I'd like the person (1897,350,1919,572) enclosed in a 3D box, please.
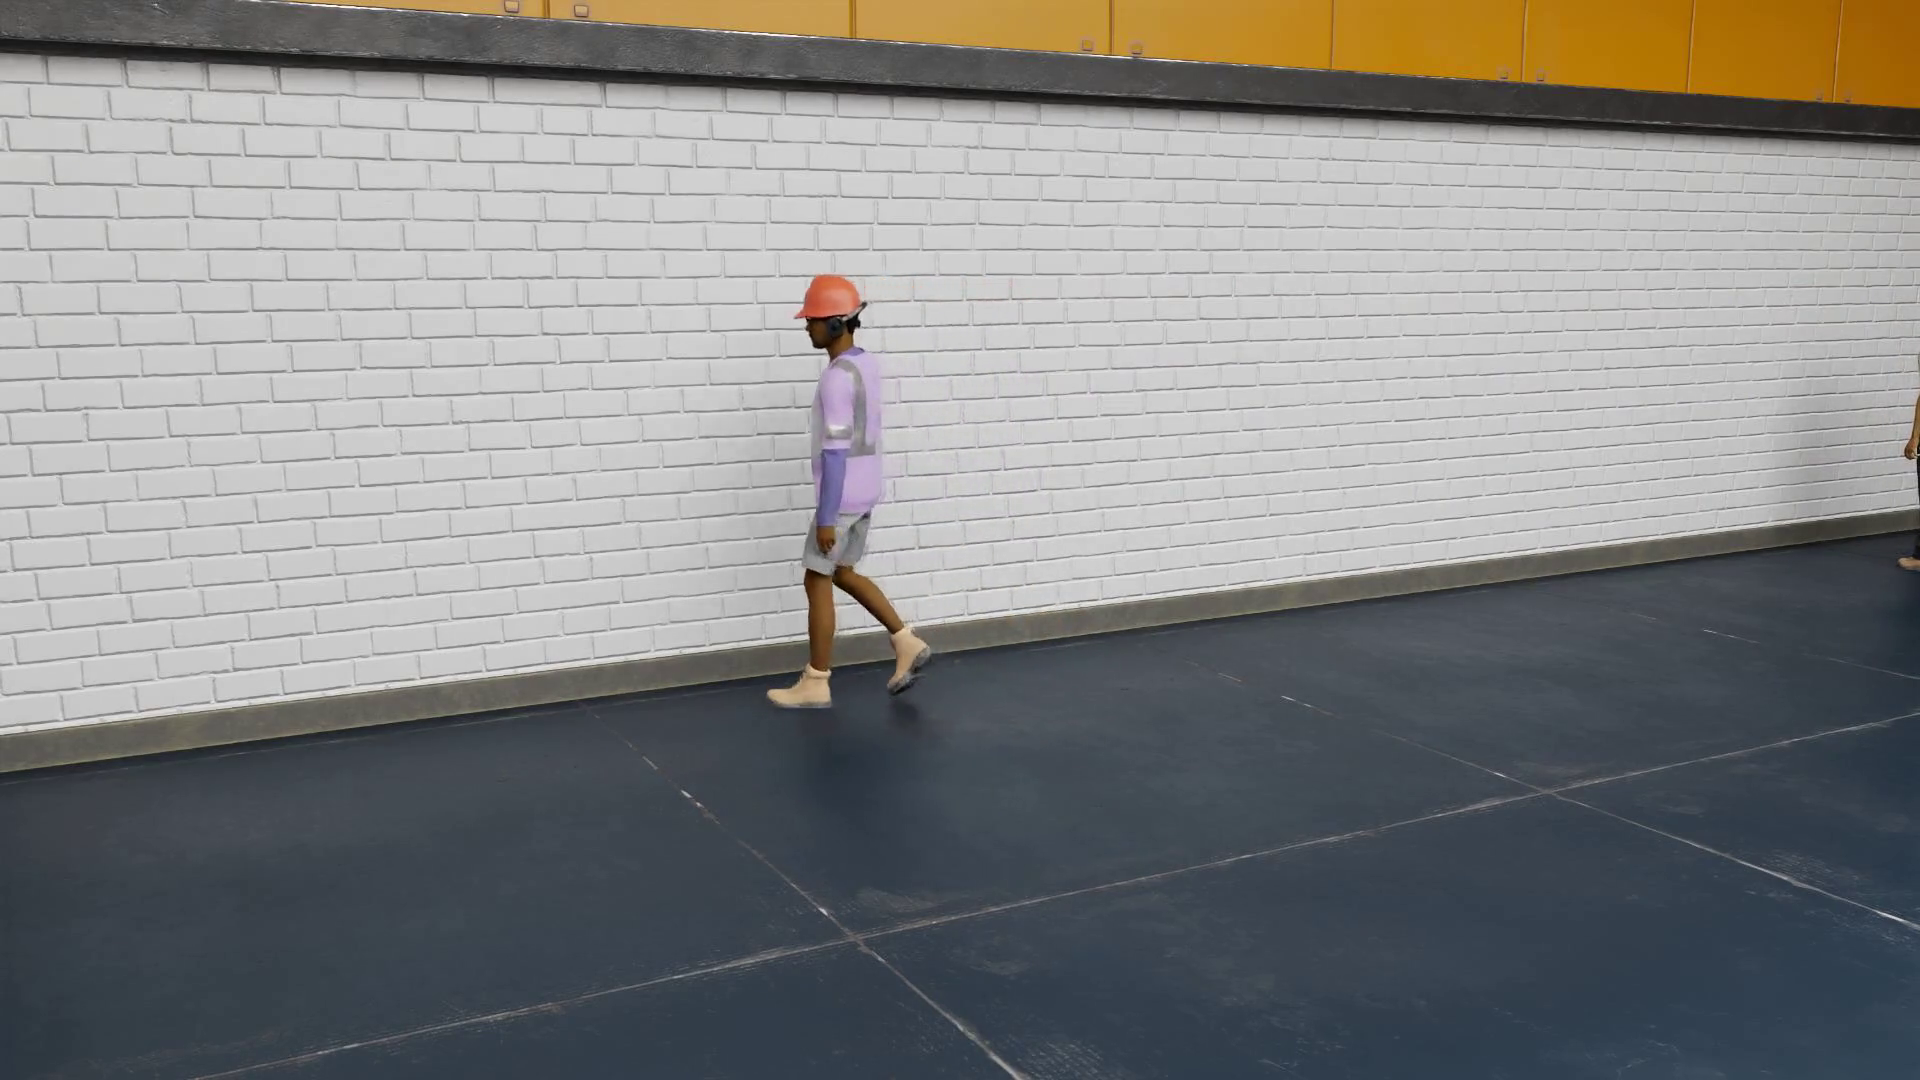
[{"bbox_3d":[6.518,-0.695,11.007,0.514,1.844,0.327,-2,10,-9],"label":"person"}]

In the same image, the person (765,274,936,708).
[{"bbox_3d":[-0.521,-0.209,7.694,0.736,2.024,0.649,2,10,13],"label":"person"}]
